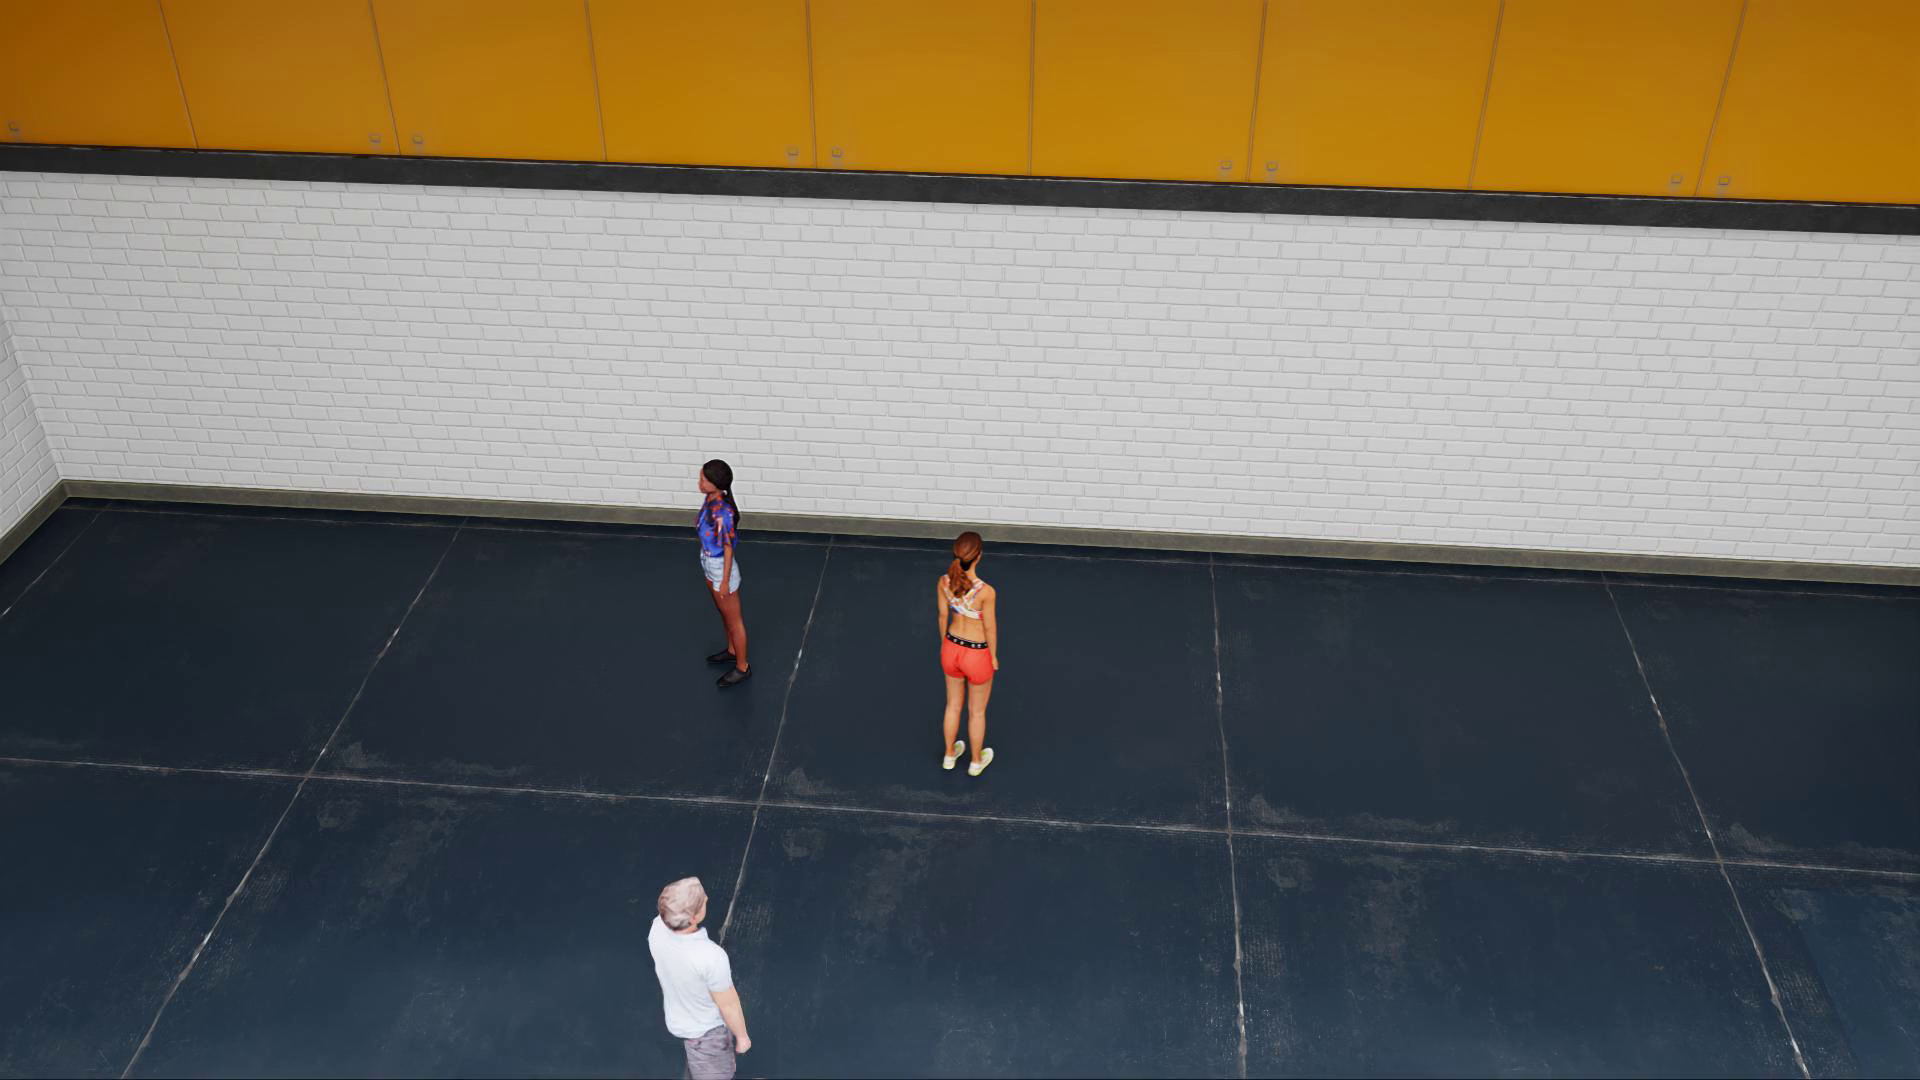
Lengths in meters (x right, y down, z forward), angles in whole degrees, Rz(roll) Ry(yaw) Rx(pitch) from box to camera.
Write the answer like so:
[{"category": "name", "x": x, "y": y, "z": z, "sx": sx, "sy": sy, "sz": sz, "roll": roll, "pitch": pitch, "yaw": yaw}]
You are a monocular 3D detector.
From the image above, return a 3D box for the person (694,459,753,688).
[{"category": "person", "x": -1.618, "y": 0.210, "z": 11.338, "sx": 0.729, "sy": 1.743, "sz": 0.605, "roll": -13, "pitch": 36, "yaw": -18}]

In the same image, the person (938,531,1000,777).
[{"category": "person", "x": 0.045, "y": 0.735, "z": 10.509, "sx": 0.643, "sy": 1.786, "sz": 0.666, "roll": 18, "pitch": 38, "yaw": 25}]

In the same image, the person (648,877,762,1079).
[{"category": "person", "x": -1.323, "y": 2.377, "z": 8.025, "sx": 1.086, "sy": 1.802, "sz": 1.219, "roll": 27, "pitch": 42, "yaw": 34}]
